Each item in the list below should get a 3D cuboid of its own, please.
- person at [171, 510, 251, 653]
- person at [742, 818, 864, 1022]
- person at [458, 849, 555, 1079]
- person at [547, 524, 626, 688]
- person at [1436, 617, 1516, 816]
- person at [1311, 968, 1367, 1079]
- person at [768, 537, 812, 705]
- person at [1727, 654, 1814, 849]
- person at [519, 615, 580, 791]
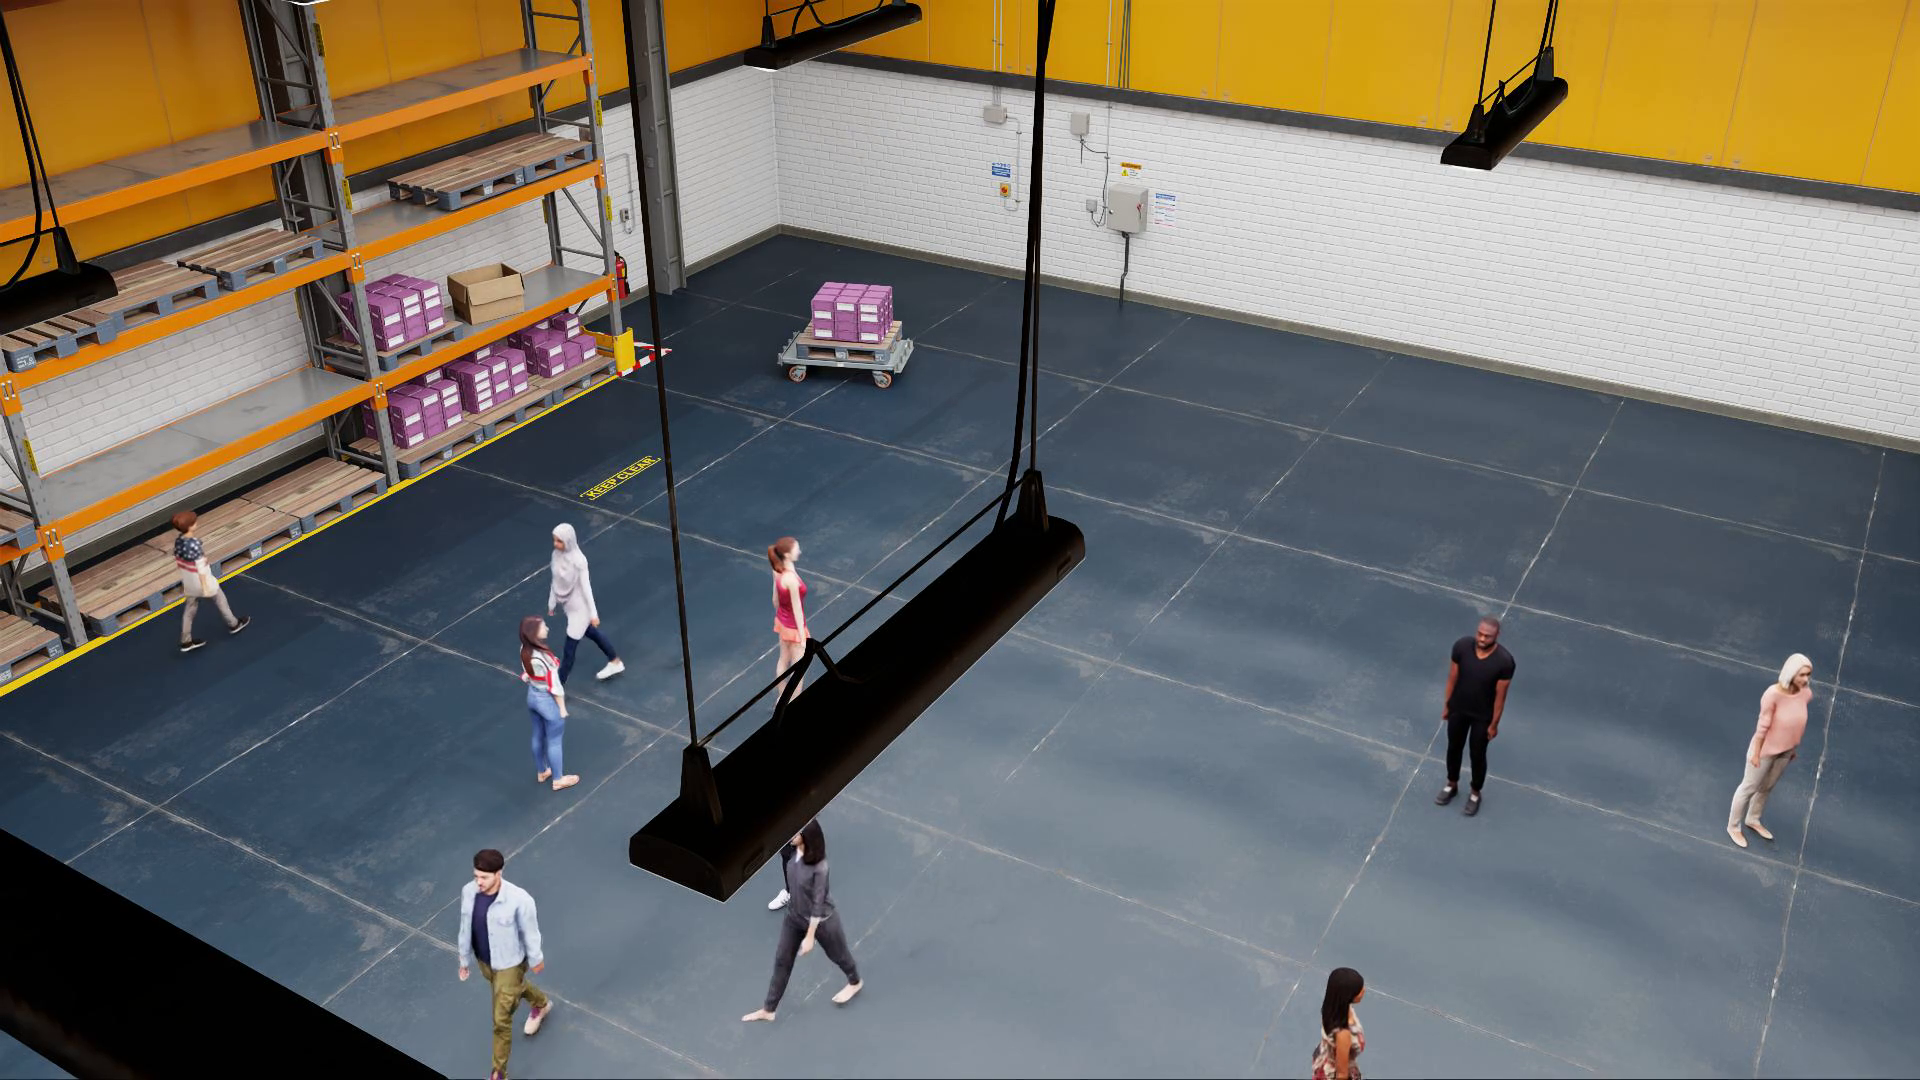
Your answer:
[{"bbox_3d":[-7.272,0.405,15.741,0.538,1.405,0.937,15,32,25],"label":"person"},{"bbox_3d":[-0.926,2.570,11.444,1.232,1.720,0.931,-20,34,-32],"label":"person"},{"bbox_3d":[-3.003,2.745,11.074,0.731,1.768,1.189,13,31,22],"label":"person"},{"bbox_3d":[-3.382,0.617,15.025,1.238,1.721,0.888,-23,36,-35],"label":"person"},{"bbox_3d":[4.176,1.387,13.514,0.702,1.815,0.613,22,36,35],"label":"person"},{"bbox_3d":[2.238,3.302,10.196,0.942,1.630,0.951,3,29,6],"label":"person"},{"bbox_3d":[-1.497,0.759,14.733,0.641,1.750,0.637,-18,34,-30],"label":"person"},{"bbox_3d":[6.431,1.631,13.162,0.662,1.724,0.734,-9,30,-16],"label":"person"},{"bbox_3d":[-3.455,1.335,13.821,0.624,1.611,0.565,22,35,34],"label":"person"}]
